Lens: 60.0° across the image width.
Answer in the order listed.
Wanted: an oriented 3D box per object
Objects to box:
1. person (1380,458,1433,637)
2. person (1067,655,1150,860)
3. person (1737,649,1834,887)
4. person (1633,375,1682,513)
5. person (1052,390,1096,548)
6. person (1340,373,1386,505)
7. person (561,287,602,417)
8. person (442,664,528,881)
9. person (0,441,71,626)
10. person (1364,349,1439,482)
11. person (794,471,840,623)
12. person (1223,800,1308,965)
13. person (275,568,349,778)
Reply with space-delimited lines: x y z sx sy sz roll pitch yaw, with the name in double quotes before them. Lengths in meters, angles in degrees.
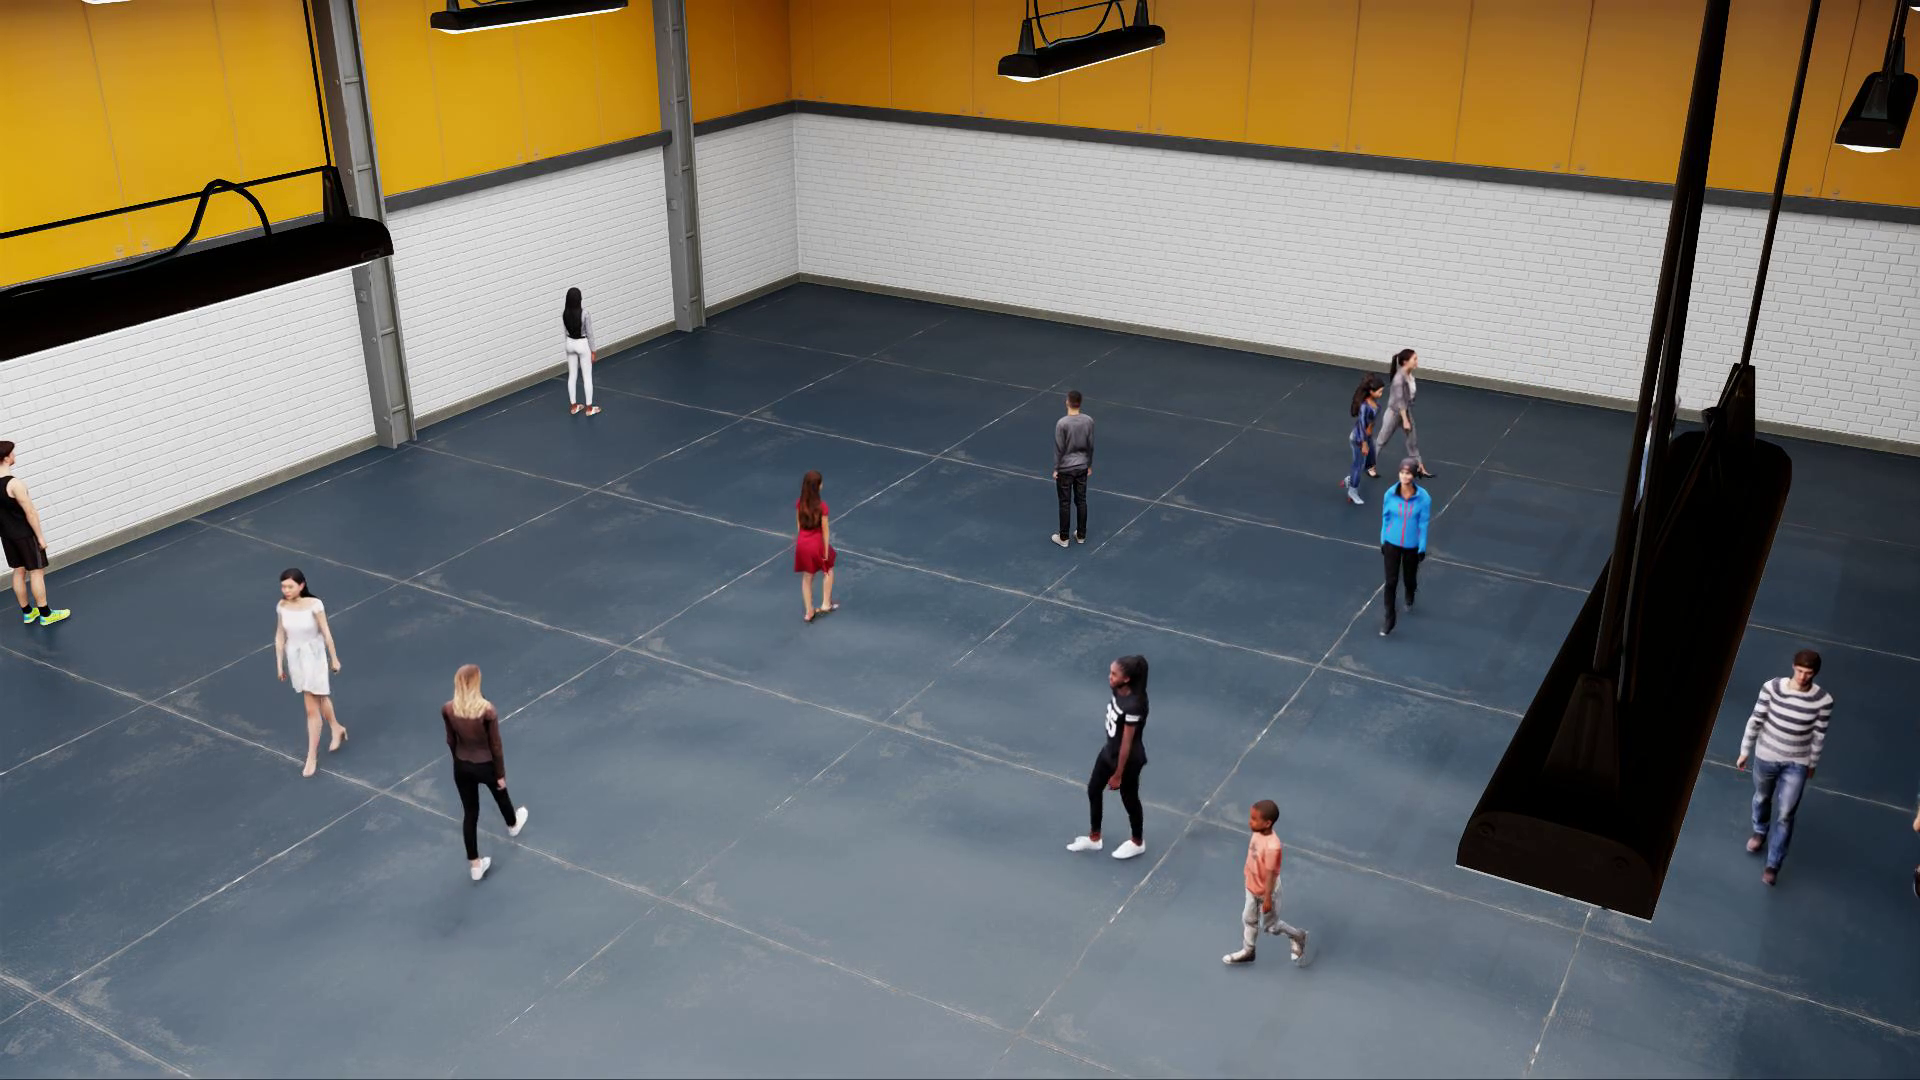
"person" 4.335 0.045 16.168 0.614 1.772 1.010 13 27 28
"person" 1.308 1.651 12.565 0.954 1.715 0.883 -8 25 -18
"person" 6.215 1.604 12.549 0.755 1.813 1.068 18 29 35
"person" 7.898 -1.103 18.860 0.651 1.719 0.714 -7 24 -15
"person" 1.223 -0.788 18.085 0.674 1.761 0.761 -9 25 -20
"person" 4.564 -1.167 19.139 0.709 1.613 0.612 12 27 26
"person" -5.056 -2.515 22.083 0.624 1.724 0.568 8 25 17
"person" -3.628 1.761 12.371 0.881 1.669 1.123 4 24 8
"person" -9.202 -0.067 16.274 0.740 1.891 0.650 7 25 16
"person" 5.113 -1.449 19.772 0.690 1.622 1.042 14 27 29
"person" -1.482 0.082 16.373 0.599 1.538 0.695 8 25 17
"person" 2.149 2.369 11.443 0.862 1.297 0.813 -5 24 -11
"person" -5.417 1.019 13.966 0.847 1.750 1.054 4 24 8
